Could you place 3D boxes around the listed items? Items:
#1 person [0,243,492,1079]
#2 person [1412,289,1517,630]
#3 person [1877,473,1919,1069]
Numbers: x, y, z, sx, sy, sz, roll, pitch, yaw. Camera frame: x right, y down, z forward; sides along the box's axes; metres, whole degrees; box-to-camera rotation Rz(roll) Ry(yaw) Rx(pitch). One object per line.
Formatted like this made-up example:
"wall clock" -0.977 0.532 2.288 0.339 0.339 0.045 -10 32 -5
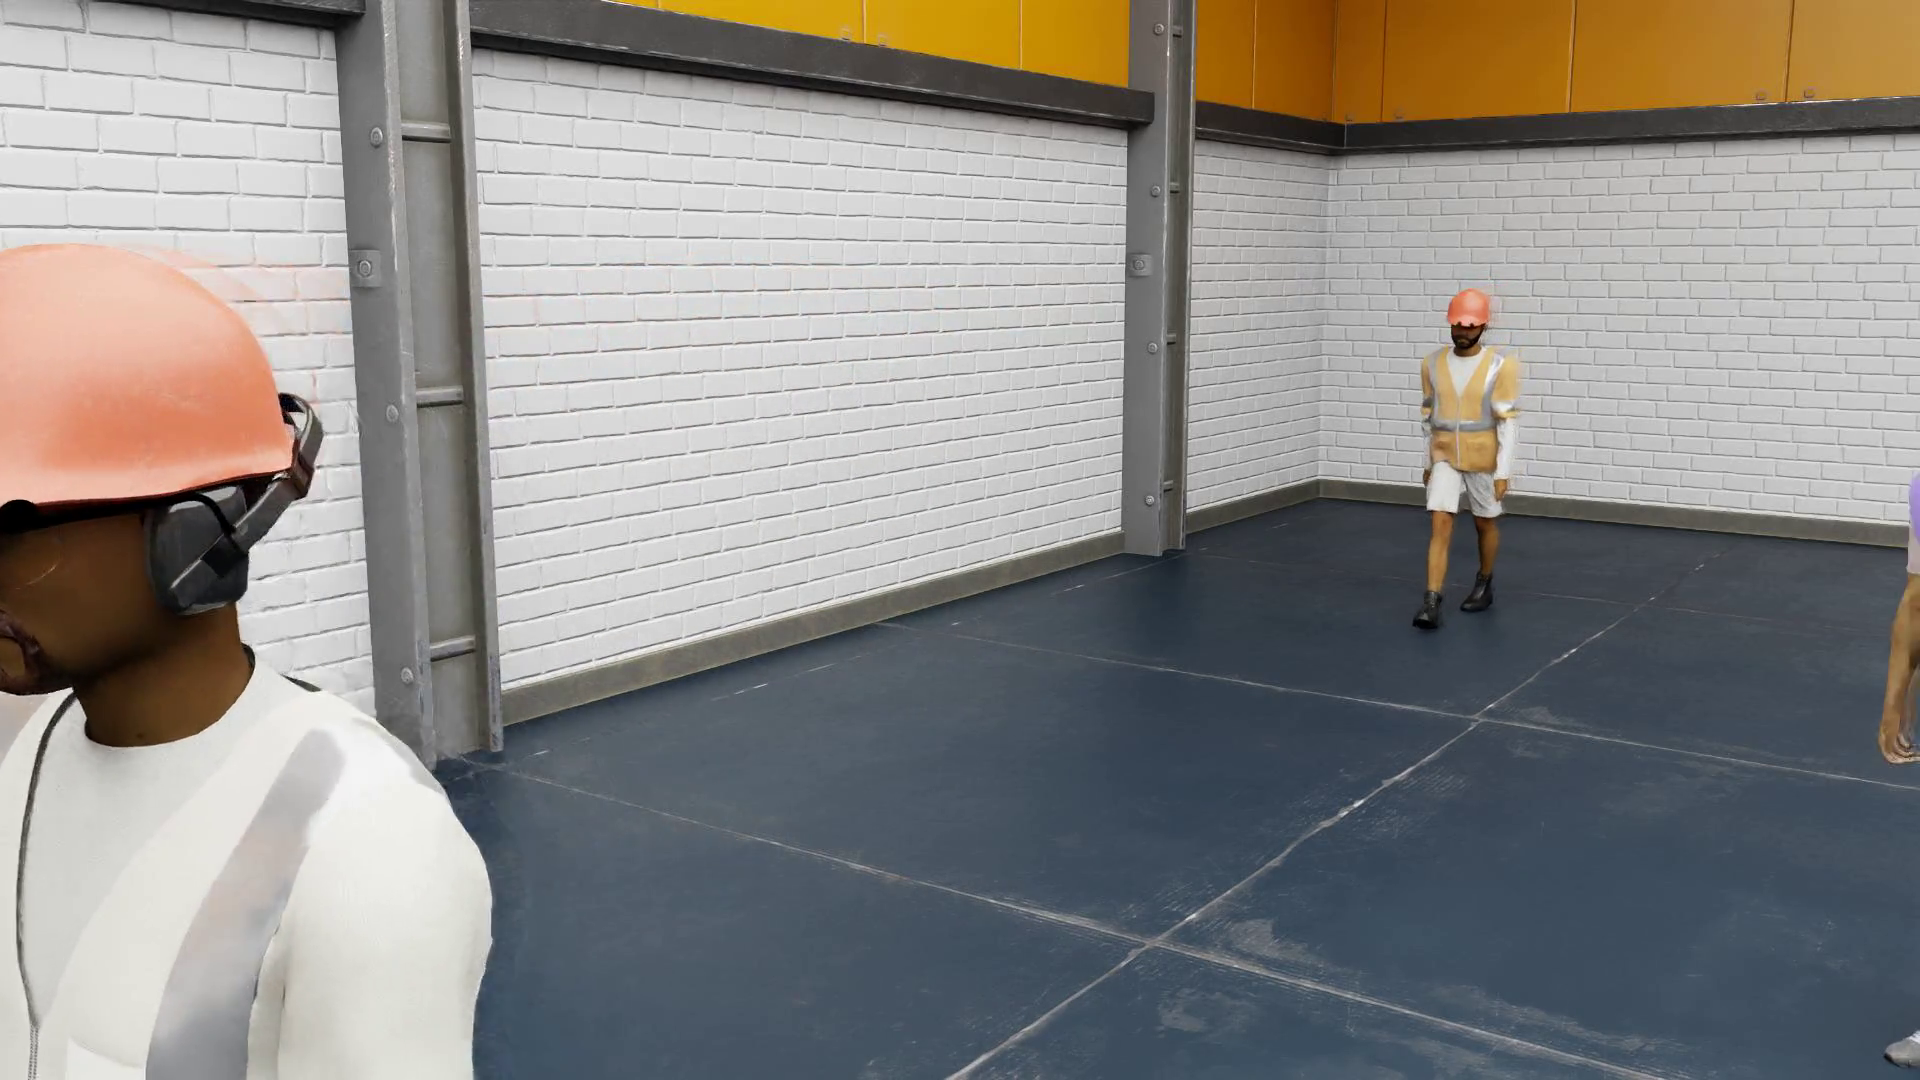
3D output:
"person" -0.649 0.774 1.447 0.629 2.033 0.447 7 12 34
"person" 2.818 -0.456 9.262 0.552 1.868 1.062 6 11 33
"person" 2.532 0.433 4.063 0.442 1.832 0.596 -4 10 -21
